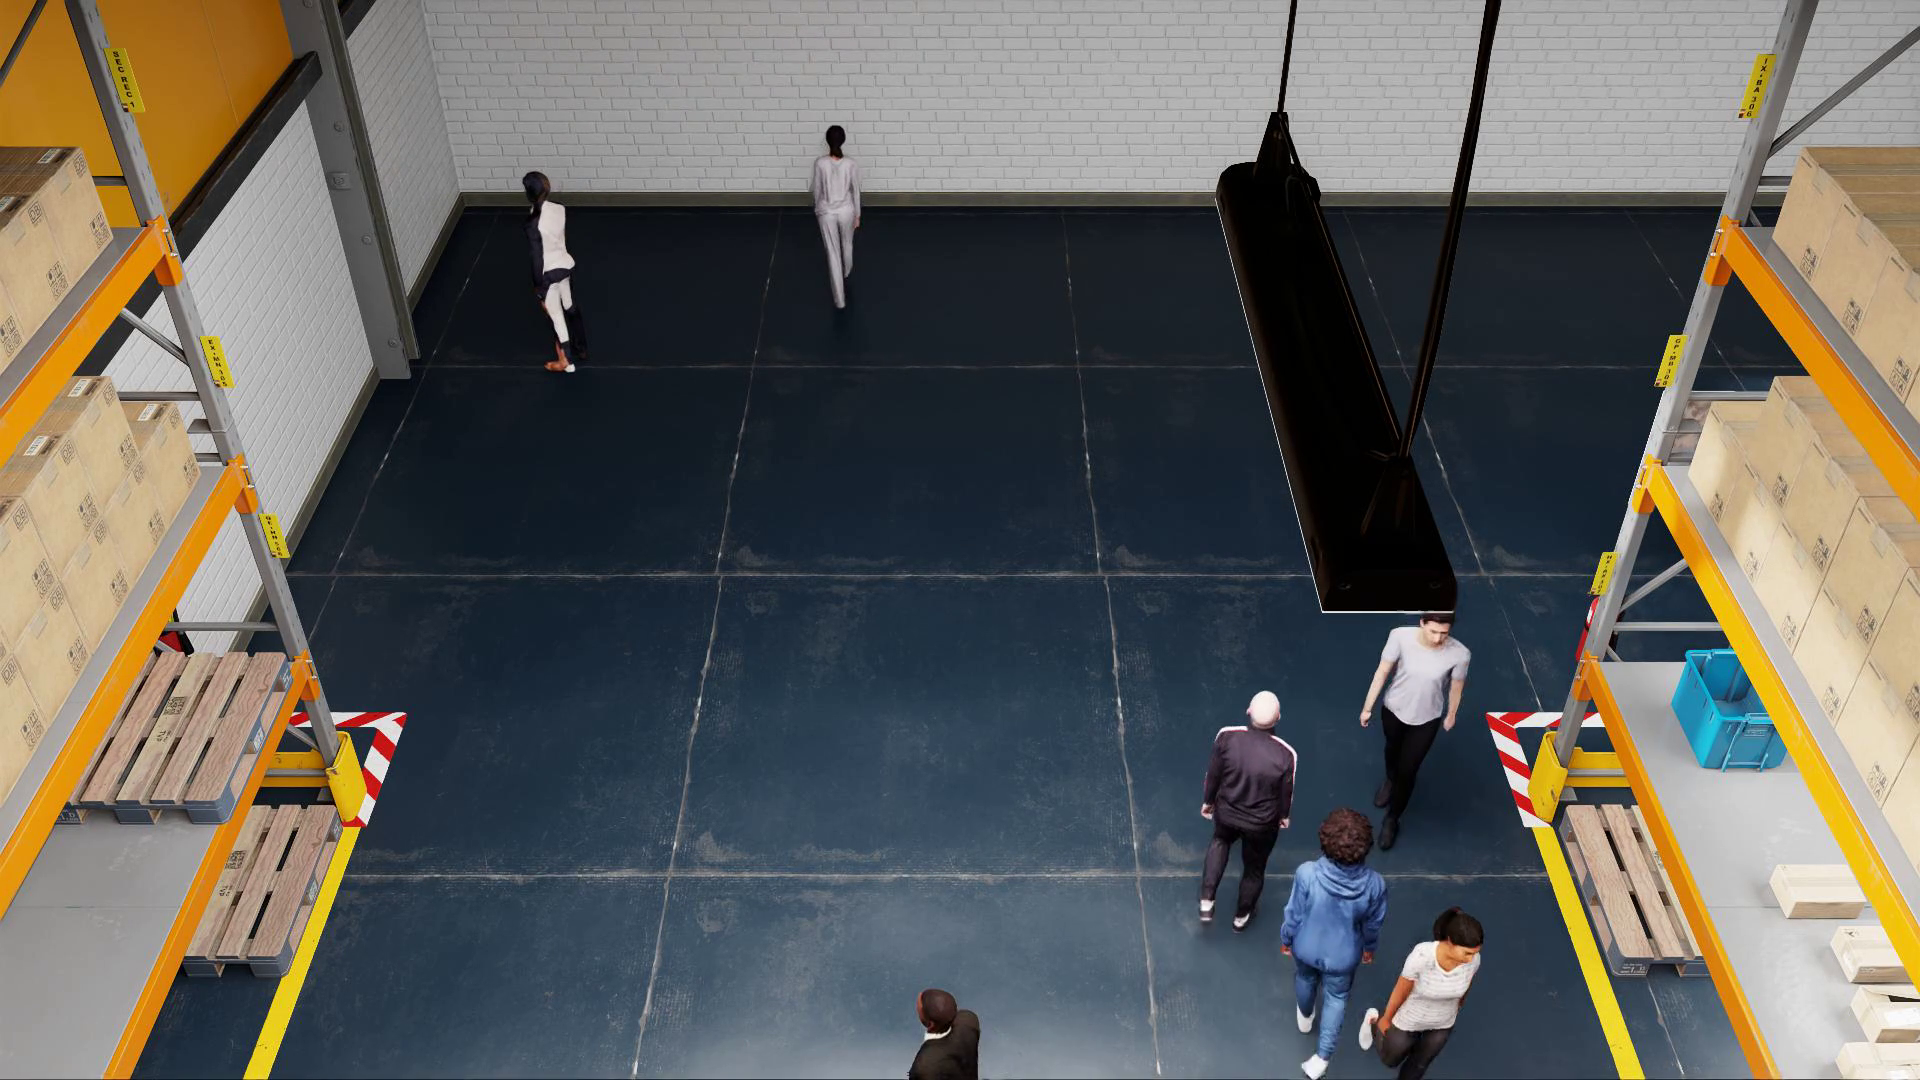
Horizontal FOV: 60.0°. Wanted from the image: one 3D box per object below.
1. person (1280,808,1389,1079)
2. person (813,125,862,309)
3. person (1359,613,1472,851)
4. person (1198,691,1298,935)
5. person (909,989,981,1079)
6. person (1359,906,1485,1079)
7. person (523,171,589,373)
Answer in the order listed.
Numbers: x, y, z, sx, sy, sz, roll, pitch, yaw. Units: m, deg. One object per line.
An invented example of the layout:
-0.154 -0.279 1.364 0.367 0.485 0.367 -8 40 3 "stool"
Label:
2.000 2.256 9.076 0.846 1.777 1.065 9 40 12 "person"
-1.169 -3.017 15.719 0.680 1.727 1.112 -4 39 -6 "person"
2.903 1.031 10.559 0.949 1.841 1.050 22 44 25 "person"
1.648 1.690 9.753 0.824 1.816 0.884 21 43 24 "person"
-0.007 2.881 8.284 0.934 1.790 0.877 27 46 29 "person"
2.453 2.481 8.921 0.660 1.620 0.853 0 39 0 "person"
-3.620 -2.379 14.790 0.836 1.890 0.690 16 41 20 "person"
